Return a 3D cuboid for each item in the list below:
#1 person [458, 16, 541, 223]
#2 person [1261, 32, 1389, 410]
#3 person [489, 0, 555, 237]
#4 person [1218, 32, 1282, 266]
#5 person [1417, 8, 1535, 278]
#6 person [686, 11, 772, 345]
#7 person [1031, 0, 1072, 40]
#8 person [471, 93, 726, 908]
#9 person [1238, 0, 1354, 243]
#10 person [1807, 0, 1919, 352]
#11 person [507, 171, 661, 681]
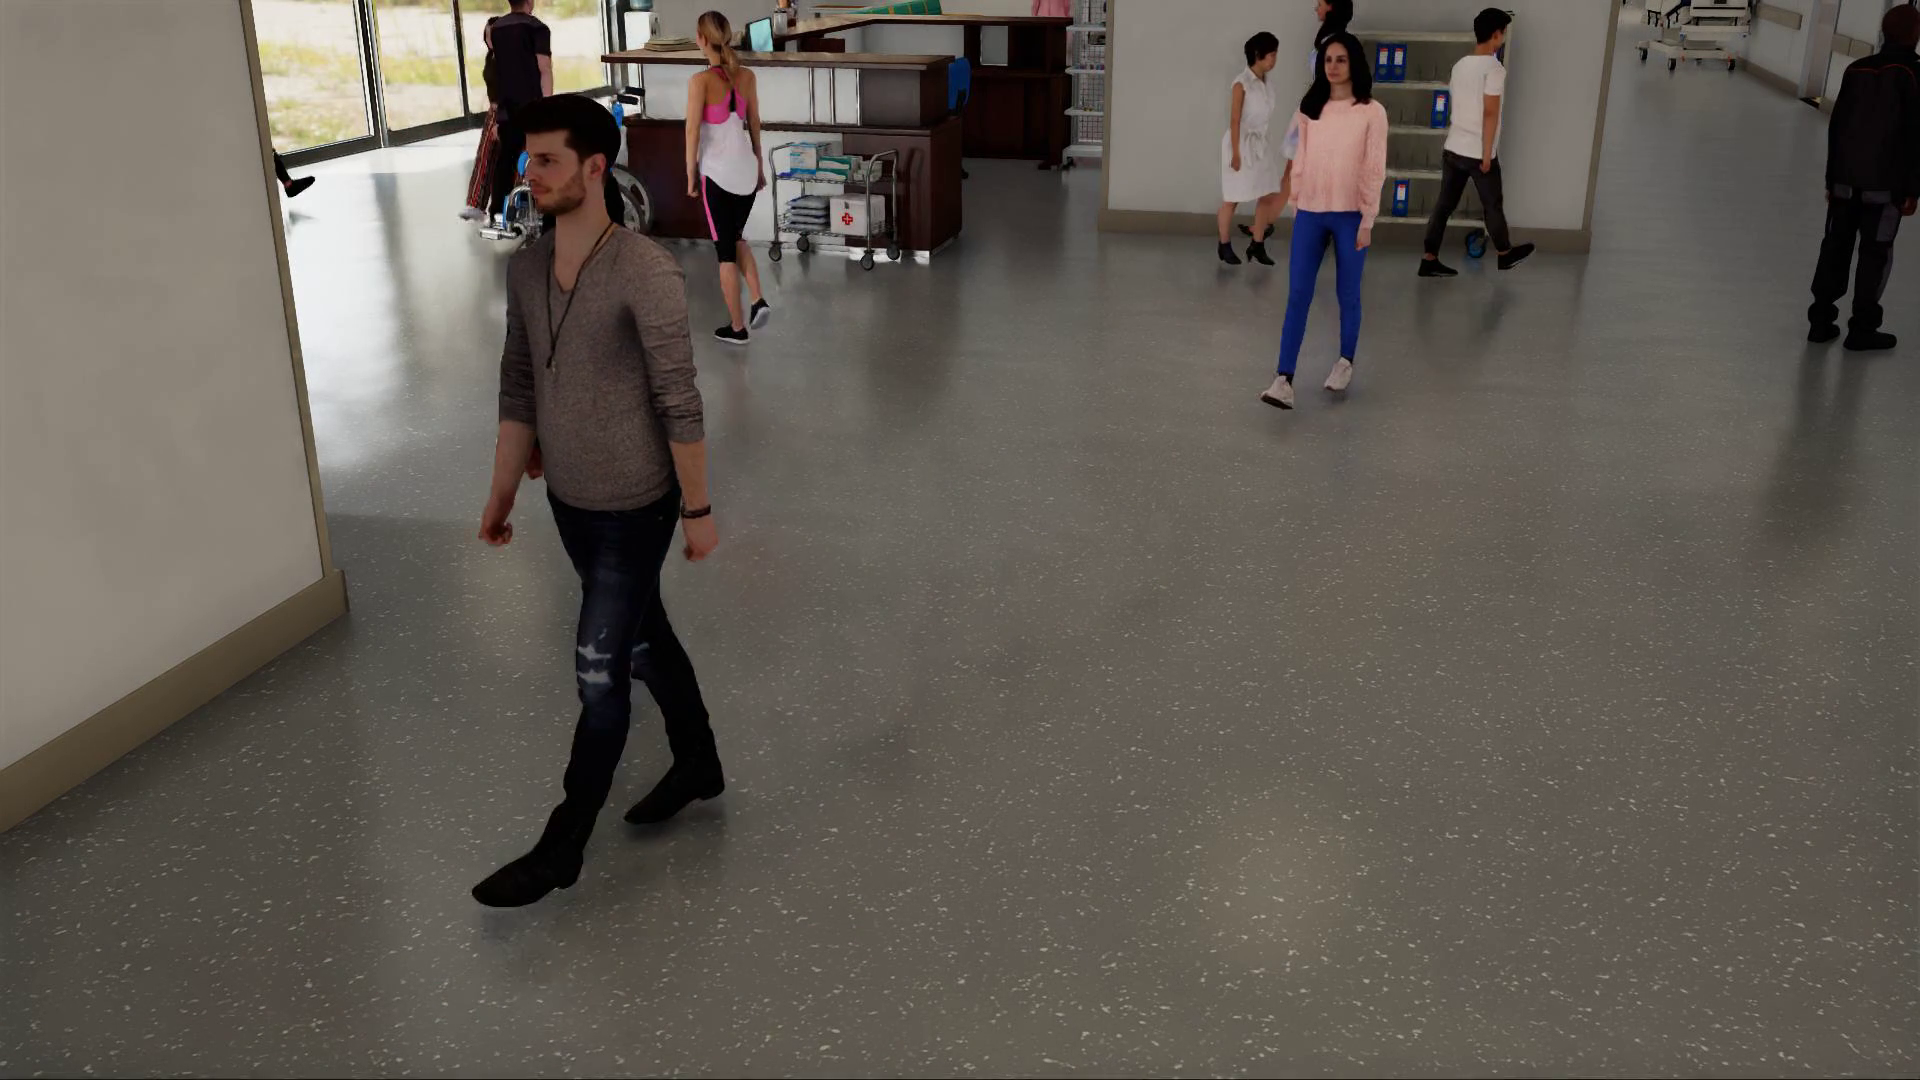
[{"bbox_3d":[-3.386,-3.187,12.689,0.949,1.526,0.862,16,26,37],"label":"person"},{"bbox_3d":[1.823,-1.490,7.944,1.152,1.714,0.974,13,25,32],"label":"person"},{"bbox_3d":[-3.182,-3.066,11.975,1.178,1.806,0.932,9,23,23],"label":"person"},{"bbox_3d":[1.857,-2.599,11.136,0.786,1.527,0.726,19,28,41],"label":"person"},{"bbox_3d":[3.200,-2.499,10.657,1.166,1.679,1.043,-8,22,-19],"label":"person"},{"bbox_3d":[-1.199,-1.922,8.993,0.786,1.780,0.836,-18,27,-40],"label":"person"},{"bbox_3d":[1.184,-6.391,20.825,1.111,1.755,0.835,9,23,23],"label":"person"},{"bbox_3d":[-0.777,-0.112,4.087,1.136,1.869,1.050,16,26,37],"label":"person"},{"bbox_3d":[2.607,-2.816,11.363,1.196,1.771,0.810,10,23,24],"label":"person"},{"bbox_3d":[4.955,-1.970,9.056,0.845,1.823,0.782,-12,24,-28],"label":"person"},{"bbox_3d":[-1.147,-0.378,5.220,1.127,1.564,1.078,-6,22,-16],"label":"person"}]
